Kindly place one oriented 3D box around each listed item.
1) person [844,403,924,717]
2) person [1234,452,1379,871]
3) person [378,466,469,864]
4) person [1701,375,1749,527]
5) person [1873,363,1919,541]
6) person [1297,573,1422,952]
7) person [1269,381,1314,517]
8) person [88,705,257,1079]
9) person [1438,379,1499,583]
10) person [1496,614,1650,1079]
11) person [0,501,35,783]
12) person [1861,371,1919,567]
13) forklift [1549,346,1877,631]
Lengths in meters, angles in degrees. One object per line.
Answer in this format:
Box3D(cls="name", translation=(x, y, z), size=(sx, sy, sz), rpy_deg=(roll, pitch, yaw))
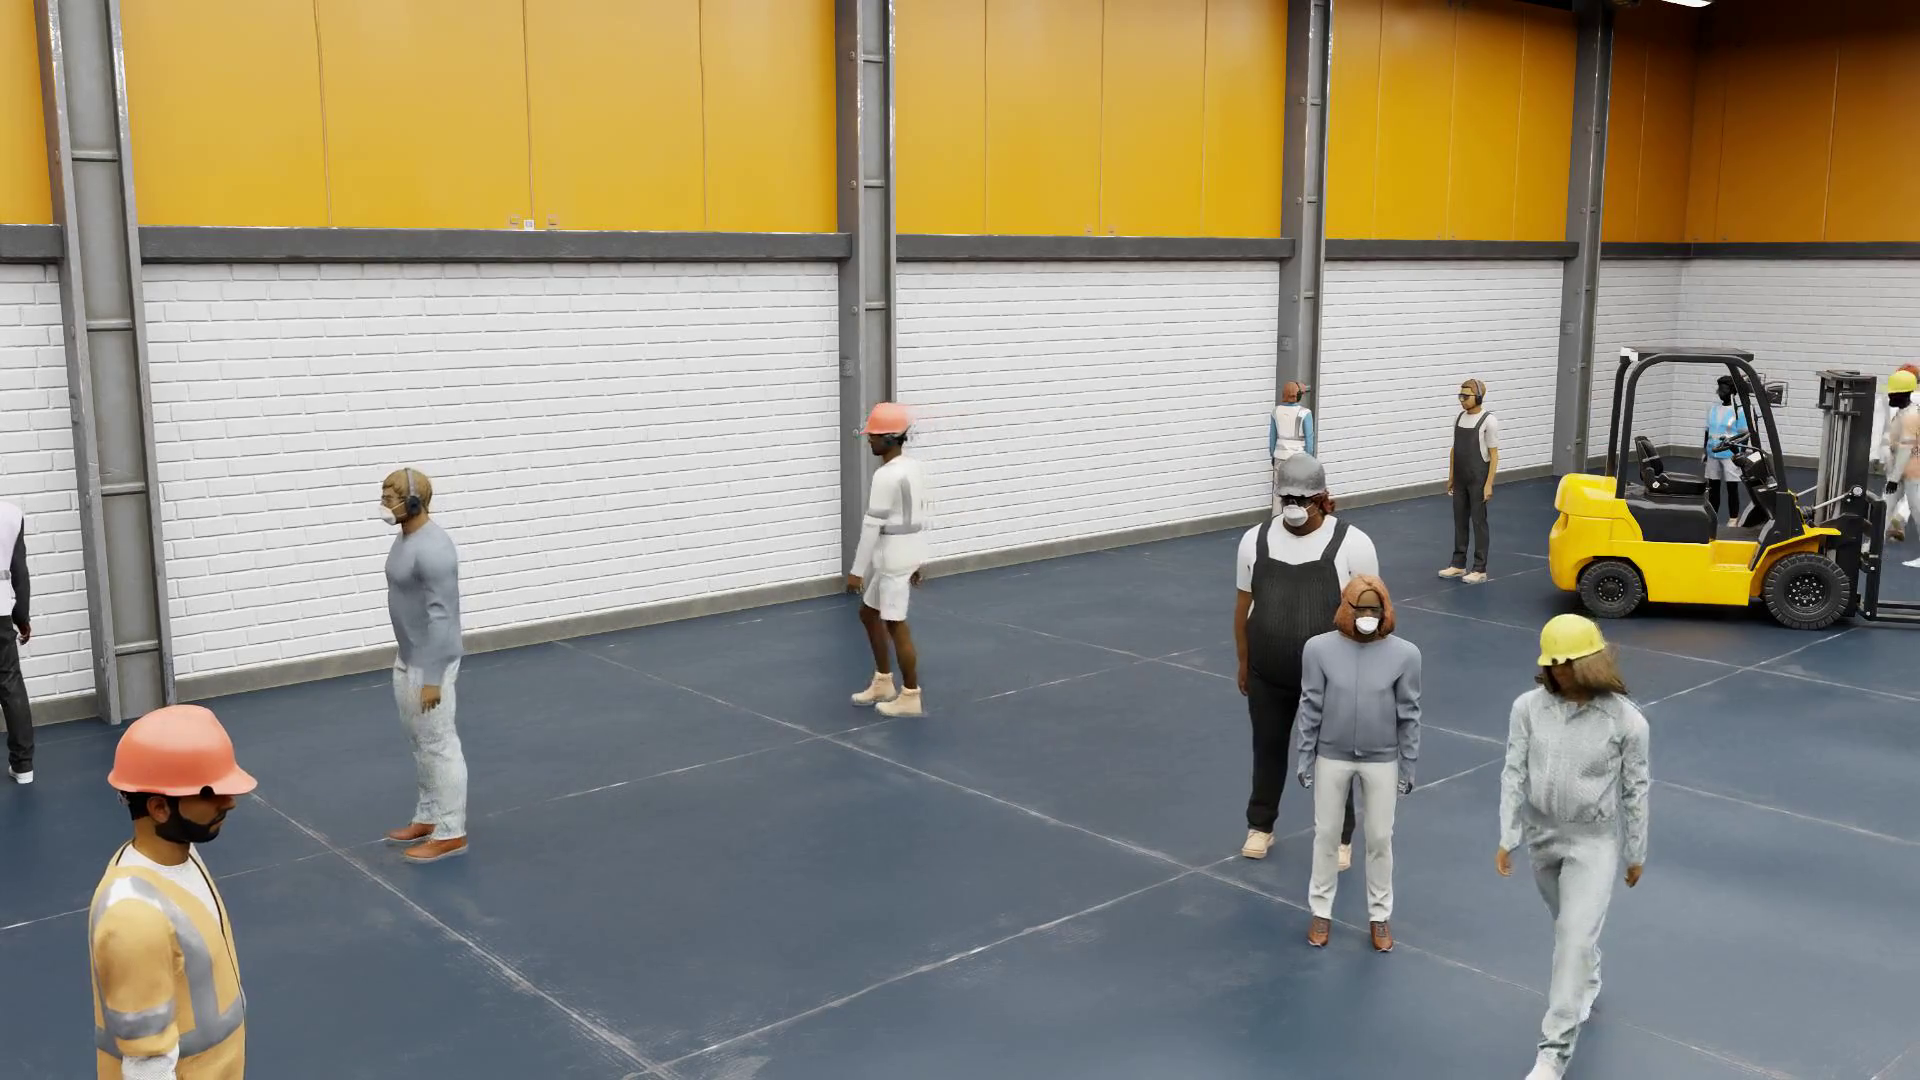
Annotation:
Box3D(cls="person", translation=(-0.514, 0.140, 10.589), size=(0.612, 2.026, 0.617), rpy_deg=(2, 10, 10))
Box3D(cls="person", translation=(1.624, 0.572, 7.990), size=(0.689, 2.000, 0.538), rpy_deg=(5, 11, 26))
Box3D(cls="person", translation=(-2.618, 0.600, 8.128), size=(0.361, 1.937, 0.636), rpy_deg=(-6, 11, -32))
Box3D(cls="person", translation=(8.077, -0.895, 17.581), size=(0.317, 1.696, 0.540), rpy_deg=(-5, 11, -26))
Box3D(cls="person", translation=(9.623, -0.872, 17.015), size=(0.597, 1.858, 0.755), rpy_deg=(9, 13, 42))
Box3D(cls="person", translation=(1.687, 0.941, 7.059), size=(0.505, 1.629, 0.280), rpy_deg=(2, 10, 14))
Box3D(cls="person", translation=(3.481, -0.848, 17.478), size=(0.523, 1.640, 0.306), rpy_deg=(9, 13, 42))
Box3D(cls="person", translation=(-1.801, 1.327, 3.906), size=(0.380, 1.930, 0.542), rpy_deg=(-3, 10, -18))
Box3D(cls="person", translation=(4.614, -0.533, 15.034), size=(0.326, 1.843, 0.515), rpy_deg=(-5, 11, -29))
Box3D(cls="person", translation=(2.256, 1.078, 6.091), size=(0.477, 1.682, 0.962), rpy_deg=(8, 12, 39))
Box3D(cls="person", translation=(-5.397, 0.441, 9.119), size=(0.389, 1.918, 0.590), rpy_deg=(8, 12, 38))
Box3D(cls="person", translation=(8.862, -0.660, 15.682), size=(0.899, 1.870, 0.611), rpy_deg=(3, 10, 17))
Box3D(cls="forklift", translation=(6.109, -0.478, 13.691), size=(2.313, 2.155, 1.214), rpy_deg=(3, 10, 16))
